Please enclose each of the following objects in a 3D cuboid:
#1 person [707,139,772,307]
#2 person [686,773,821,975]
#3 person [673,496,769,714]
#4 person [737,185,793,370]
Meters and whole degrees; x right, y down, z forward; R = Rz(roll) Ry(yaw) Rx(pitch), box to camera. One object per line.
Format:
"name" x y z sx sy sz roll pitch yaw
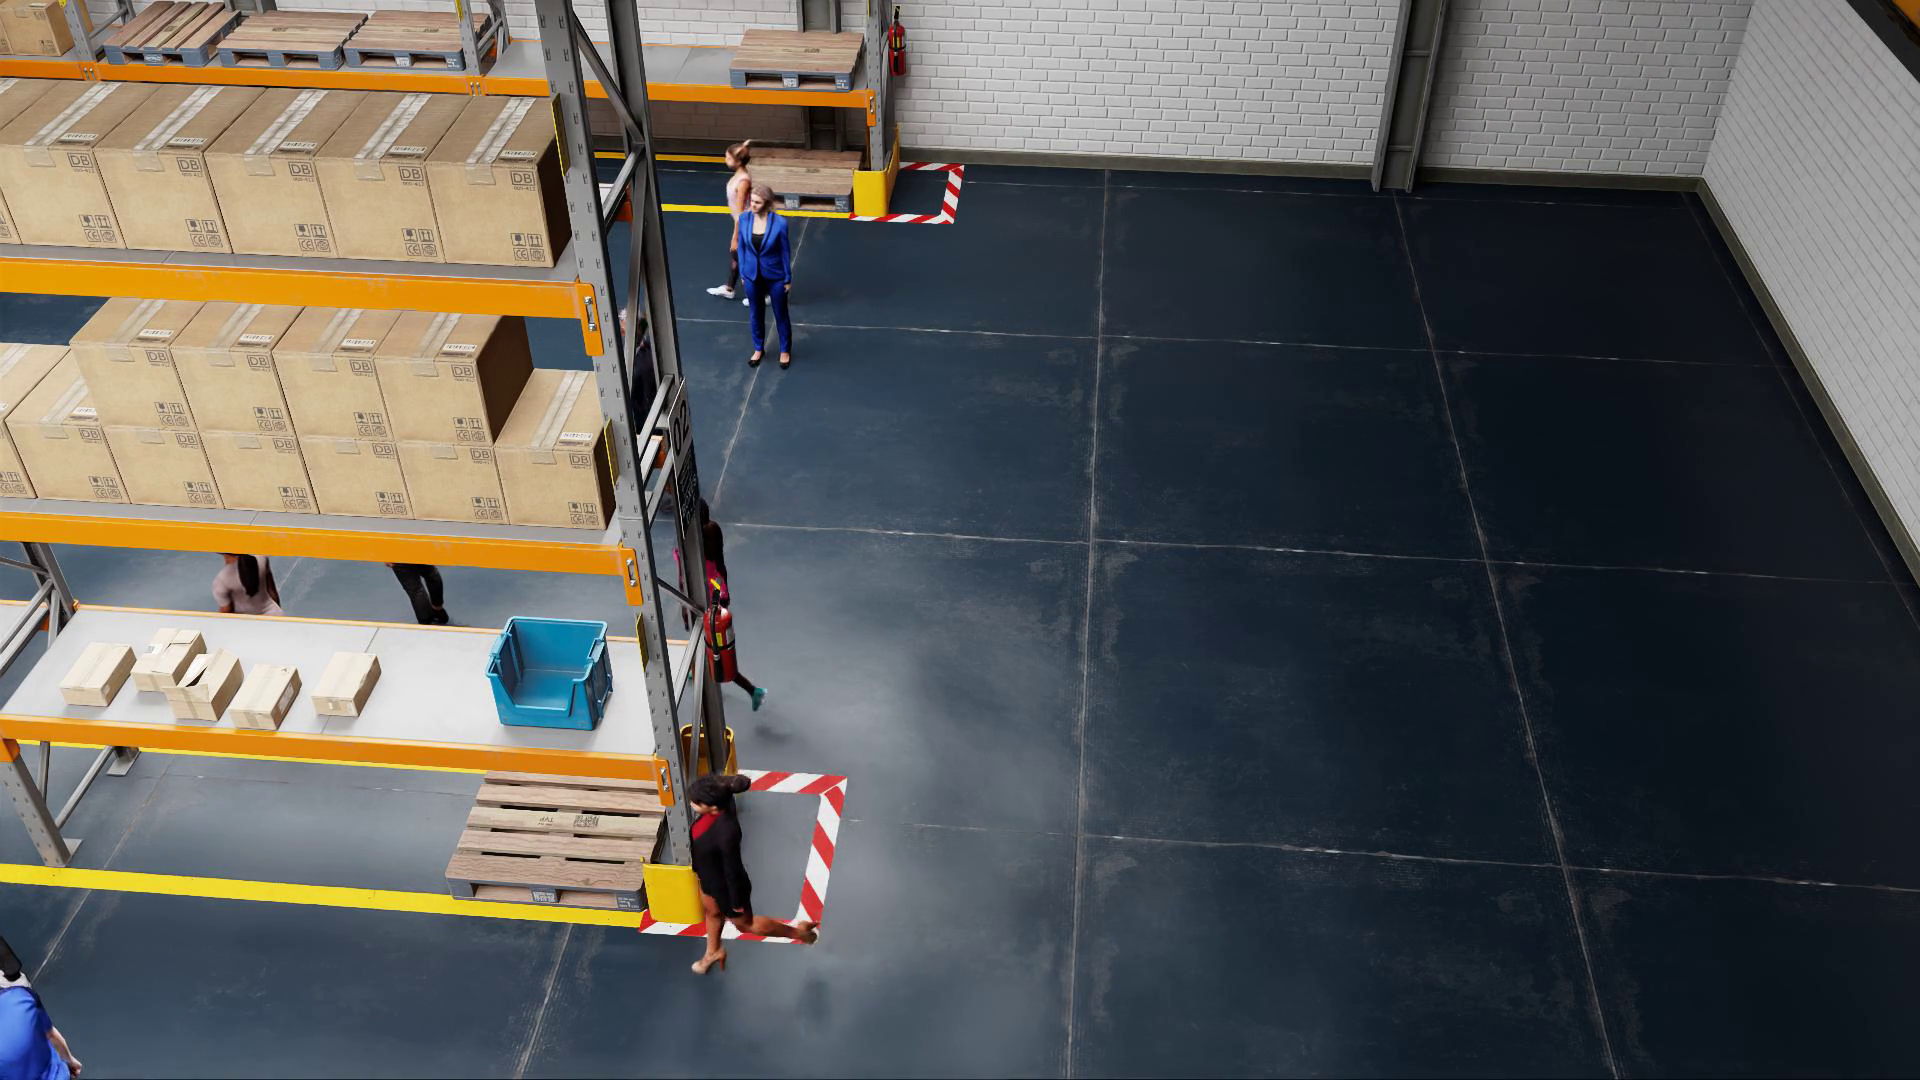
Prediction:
"person" -1.868 -2.859 15.097 0.875 1.637 0.692 -4 39 -5
"person" -1.206 1.873 9.188 1.055 1.616 0.797 -10 40 -12
"person" -1.604 0.450 10.903 1.103 1.701 0.877 23 44 26
"person" -1.665 -2.280 14.322 0.497 1.699 0.690 7 39 8
